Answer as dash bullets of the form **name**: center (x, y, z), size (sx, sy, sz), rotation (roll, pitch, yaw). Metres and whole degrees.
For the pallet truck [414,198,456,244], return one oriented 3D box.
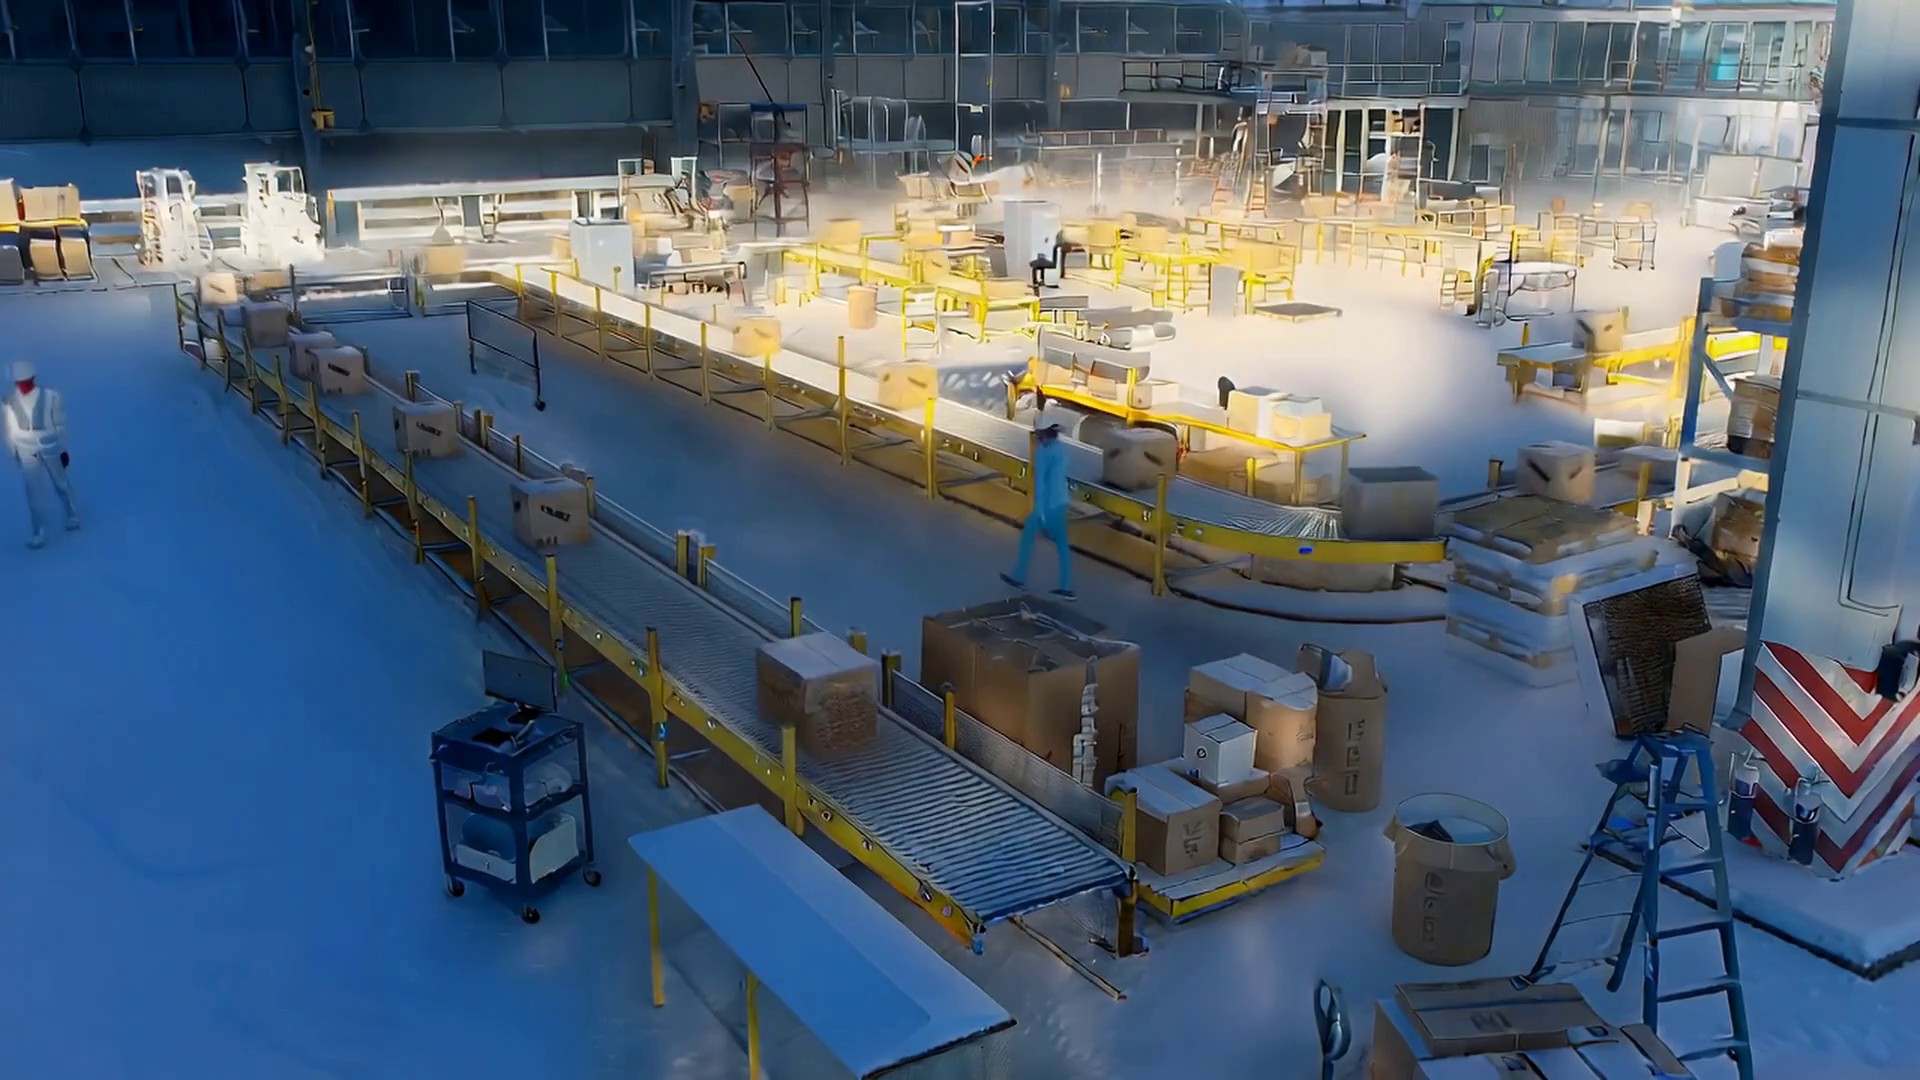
- **pallet truck**: center (-13.250, -8.060, 41.856), size (0.680, 1.201, 1.601), rotation (-10, 20, -31)

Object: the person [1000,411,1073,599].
- **person**: center (0.732, -0.338, 15.301), size (0.848, 1.731, 0.528), rotation (15, 23, 42)

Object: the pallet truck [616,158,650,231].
- **pallet truck**: center (-8.918, -9.176, 44.255), size (0.823, 1.965, 1.885), rotation (-9, 19, -27)

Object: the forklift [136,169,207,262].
- **forklift**: center (-17.842, -7.318, 37.559), size (1.157, 1.987, 2.680), rotation (-10, 20, -31)

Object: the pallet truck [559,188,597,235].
- **pallet truck**: center (-10.010, -8.652, 43.699), size (0.653, 1.274, 1.630), rotation (-10, 20, -31)

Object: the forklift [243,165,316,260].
- **forklift**: center (-15.898, -7.669, 38.708), size (1.157, 1.987, 2.680), rotation (-11, 20, -33)

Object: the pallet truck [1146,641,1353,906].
- **pallet truck**: center (1.664, 1.407, 10.232), size (1.630, 1.274, 0.653), rotation (-10, 20, -31)

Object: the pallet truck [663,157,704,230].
- **pallet truck**: center (-7.586, -9.308, 44.692), size (0.823, 1.965, 1.885), rotation (-11, 20, -33)

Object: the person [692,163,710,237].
- **person**: center (-6.744, -8.805, 43.174), size (0.410, 1.909, 0.643), rotation (-15, 22, -40)

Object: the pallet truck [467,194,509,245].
- **pallet truck**: center (-11.983, -8.177, 42.137), size (0.704, 1.261, 1.522), rotation (-11, 20, -33)

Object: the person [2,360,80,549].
- **person**: center (-9.398, -0.942, 17.045), size (0.602, 1.901, 0.977), rotation (-4, 17, -12)

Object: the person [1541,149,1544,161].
- **person**: center (21.824, -14.482, 62.535), size (0.497, 1.626, 0.288), rotation (10, 19, 29)

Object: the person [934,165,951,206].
- **person**: center (-0.425, -8.239, 41.088), size (0.423, 2.026, 0.627), rotation (0, 17, -1)

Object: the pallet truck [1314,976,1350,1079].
- **pallet truck**: center (2.299, 2.390, 7.086), size (1.601, 1.201, 0.680), rotation (-2, 17, -7)
